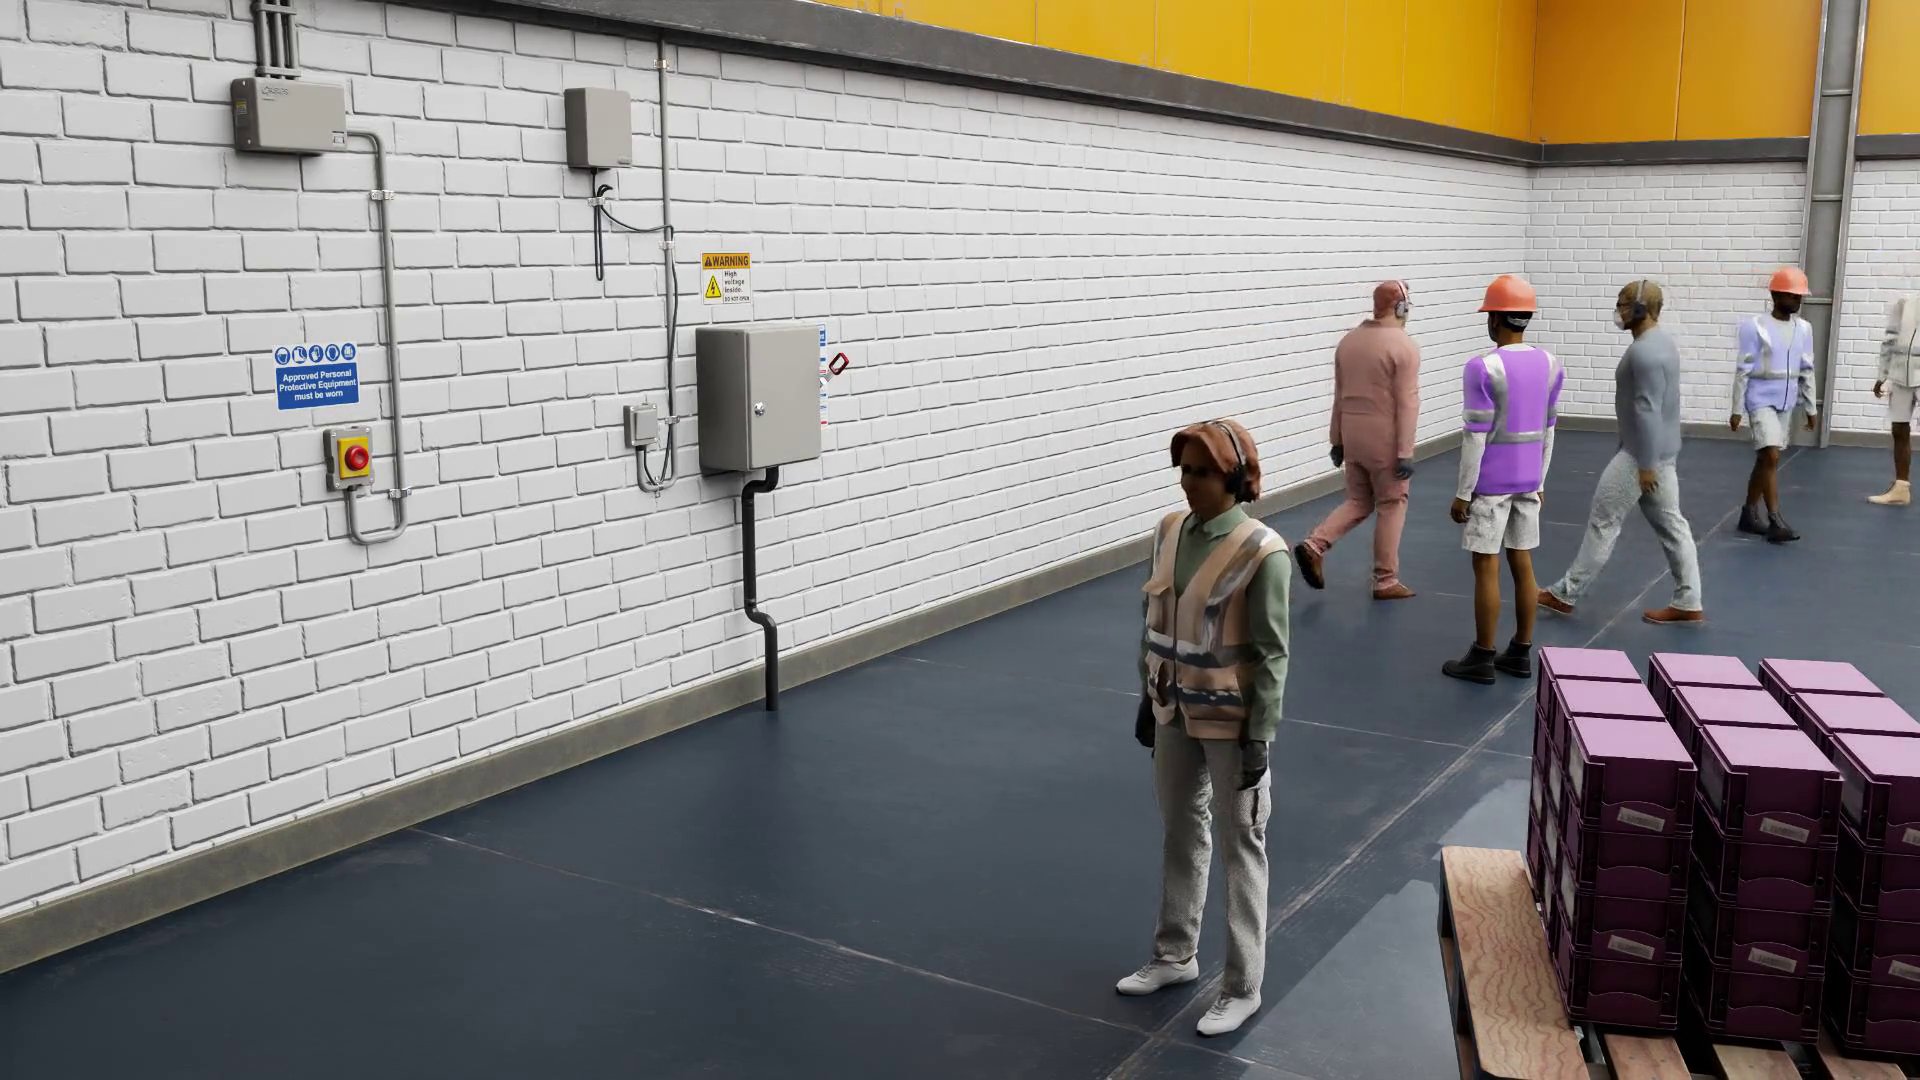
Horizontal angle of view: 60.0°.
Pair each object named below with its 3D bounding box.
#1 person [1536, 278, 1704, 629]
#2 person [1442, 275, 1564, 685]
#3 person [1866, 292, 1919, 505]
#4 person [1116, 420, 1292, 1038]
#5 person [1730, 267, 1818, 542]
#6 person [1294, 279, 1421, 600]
[{"bbox_3d":[3.632,-0.468,9.082,0.999,1.884,0.659,6,12,29],"label":"person"},{"bbox_3d":[2.565,-0.280,7.904,0.545,1.938,0.355,-5,11,-25],"label":"person"},{"bbox_3d":[7.550,-1.225,13.043,0.413,1.988,0.711,-6,12,-30],"label":"person"},{"bbox_3d":[0.665,0.492,4.460,0.307,1.638,0.514,-7,13,-35],"label":"person"},{"bbox_3d":[5.769,-0.933,11.618,0.563,1.902,0.856,-3,11,-16],"label":"person"},{"bbox_3d":[2.345,-0.572,9.688,0.658,1.886,0.644,-5,11,-25],"label":"person"}]
